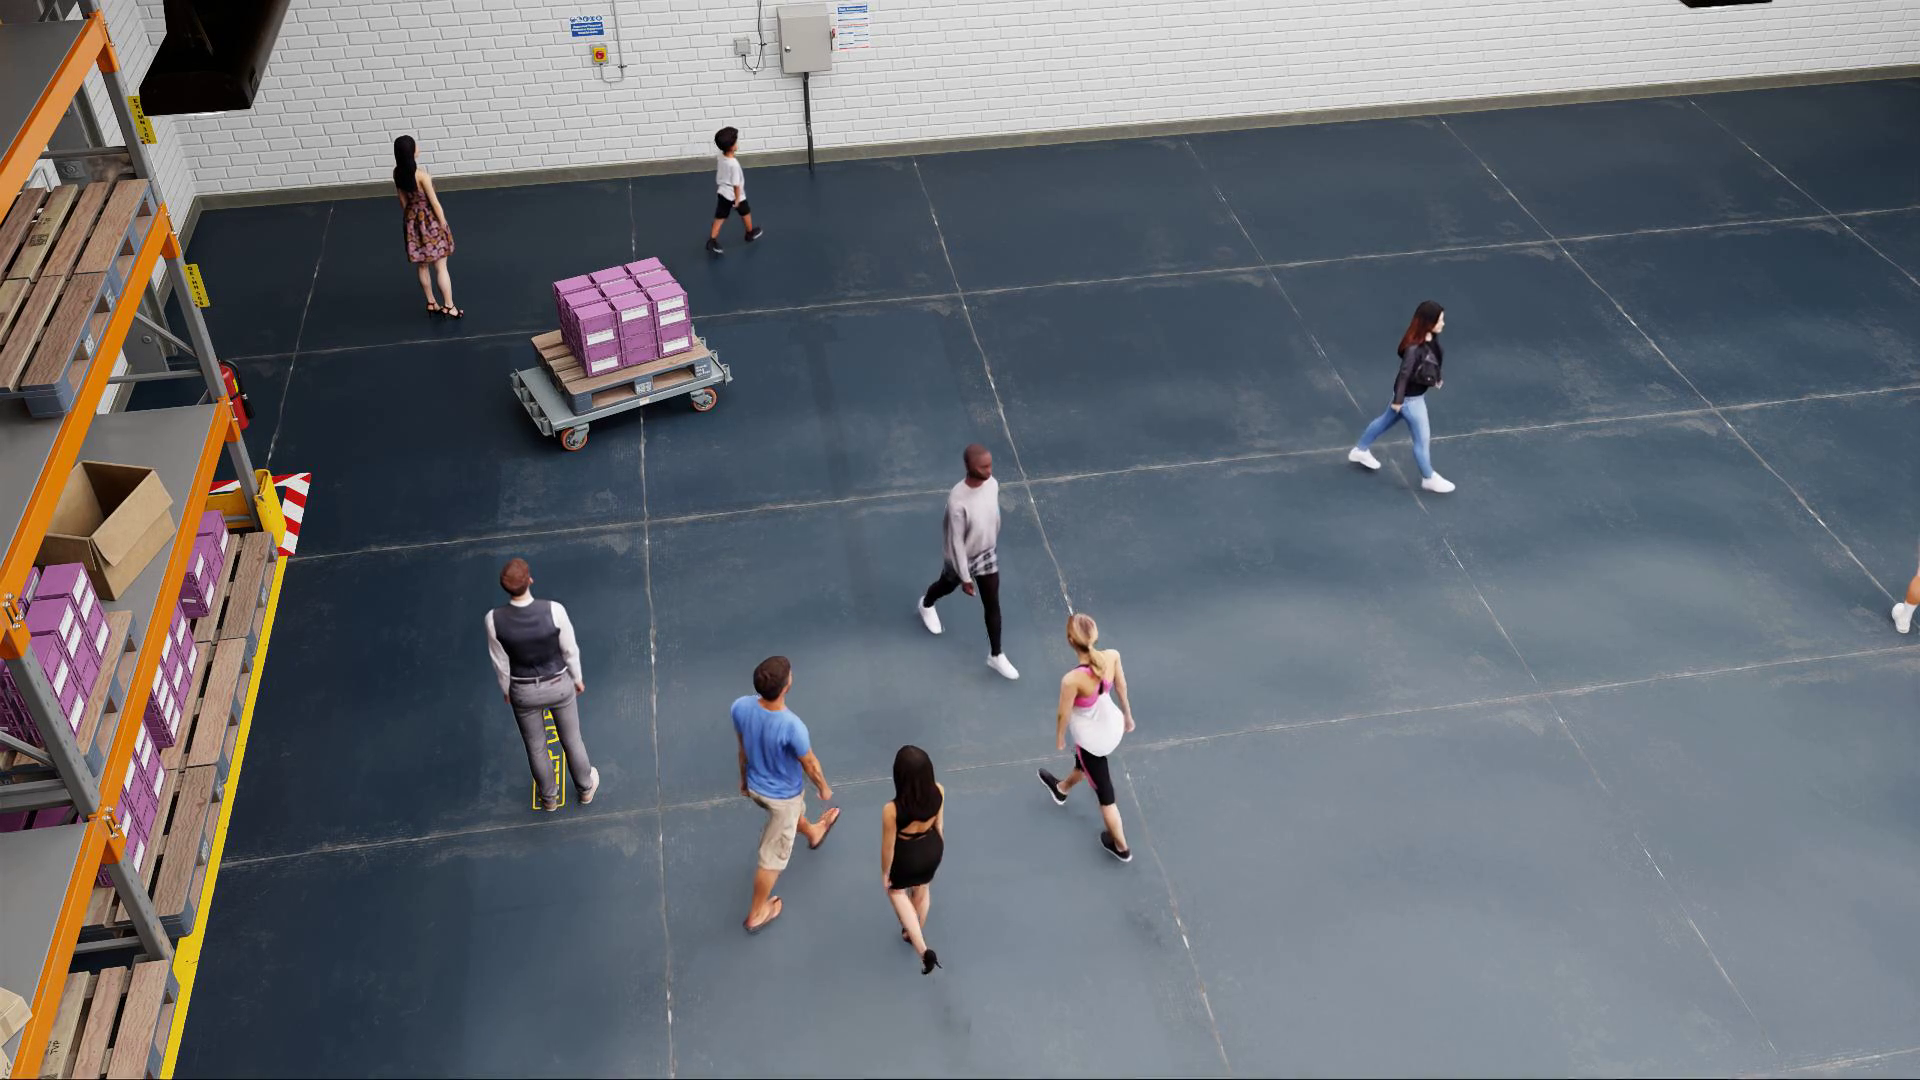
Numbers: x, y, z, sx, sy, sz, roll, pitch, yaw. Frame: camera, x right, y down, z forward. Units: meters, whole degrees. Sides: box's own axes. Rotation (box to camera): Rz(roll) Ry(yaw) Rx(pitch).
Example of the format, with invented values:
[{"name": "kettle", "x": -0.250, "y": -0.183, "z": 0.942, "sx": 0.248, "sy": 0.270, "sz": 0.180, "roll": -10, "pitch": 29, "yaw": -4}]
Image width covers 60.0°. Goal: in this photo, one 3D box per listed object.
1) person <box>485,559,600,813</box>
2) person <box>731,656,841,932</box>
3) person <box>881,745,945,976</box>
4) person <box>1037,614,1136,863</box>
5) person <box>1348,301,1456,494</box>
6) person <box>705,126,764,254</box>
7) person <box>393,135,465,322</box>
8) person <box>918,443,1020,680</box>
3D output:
[{"name": "person", "x": -2.527, "y": 0.876, "z": 10.039, "sx": 0.653, "sy": 1.937, "sz": 0.554, "roll": -7, "pitch": 39, "yaw": -9}, {"name": "person", "x": -1.086, "y": 1.463, "z": 9.401, "sx": 1.191, "sy": 1.816, "sz": 1.250, "roll": 24, "pitch": 44, "yaw": 27}, {"name": "person", "x": -0.209, "y": 1.801, "z": 9.123, "sx": 0.695, "sy": 1.636, "sz": 0.818, "roll": -19, "pitch": 42, "yaw": -22}, {"name": "person", "x": 0.864, "y": 1.230, "z": 9.758, "sx": 1.010, "sy": 1.736, "sz": 1.170, "roll": -27, "pitch": 46, "yaw": -29}, {"name": "person", "x": 3.401, "y": -1.138, "z": 12.840, "sx": 1.126, "sy": 1.591, "sz": 1.138, "roll": 18, "pitch": 42, "yaw": 21}, {"name": "person", "x": -2.241, "y": -3.313, "z": 15.840, "sx": 0.869, "sy": 1.244, "sz": 0.904, "roll": 26, "pitch": 45, "yaw": 28}, {"name": "person", "x": -4.725, "y": -2.750, "z": 14.711, "sx": 0.798, "sy": 1.775, "sz": 0.841, "roll": 15, "pitch": 41, "yaw": 18}, {"name": "person", "x": -0.011, "y": 0.071, "z": 11.216, "sx": 1.024, "sy": 1.728, "sz": 1.289, "roll": -26, "pitch": 45, "yaw": -29}]
